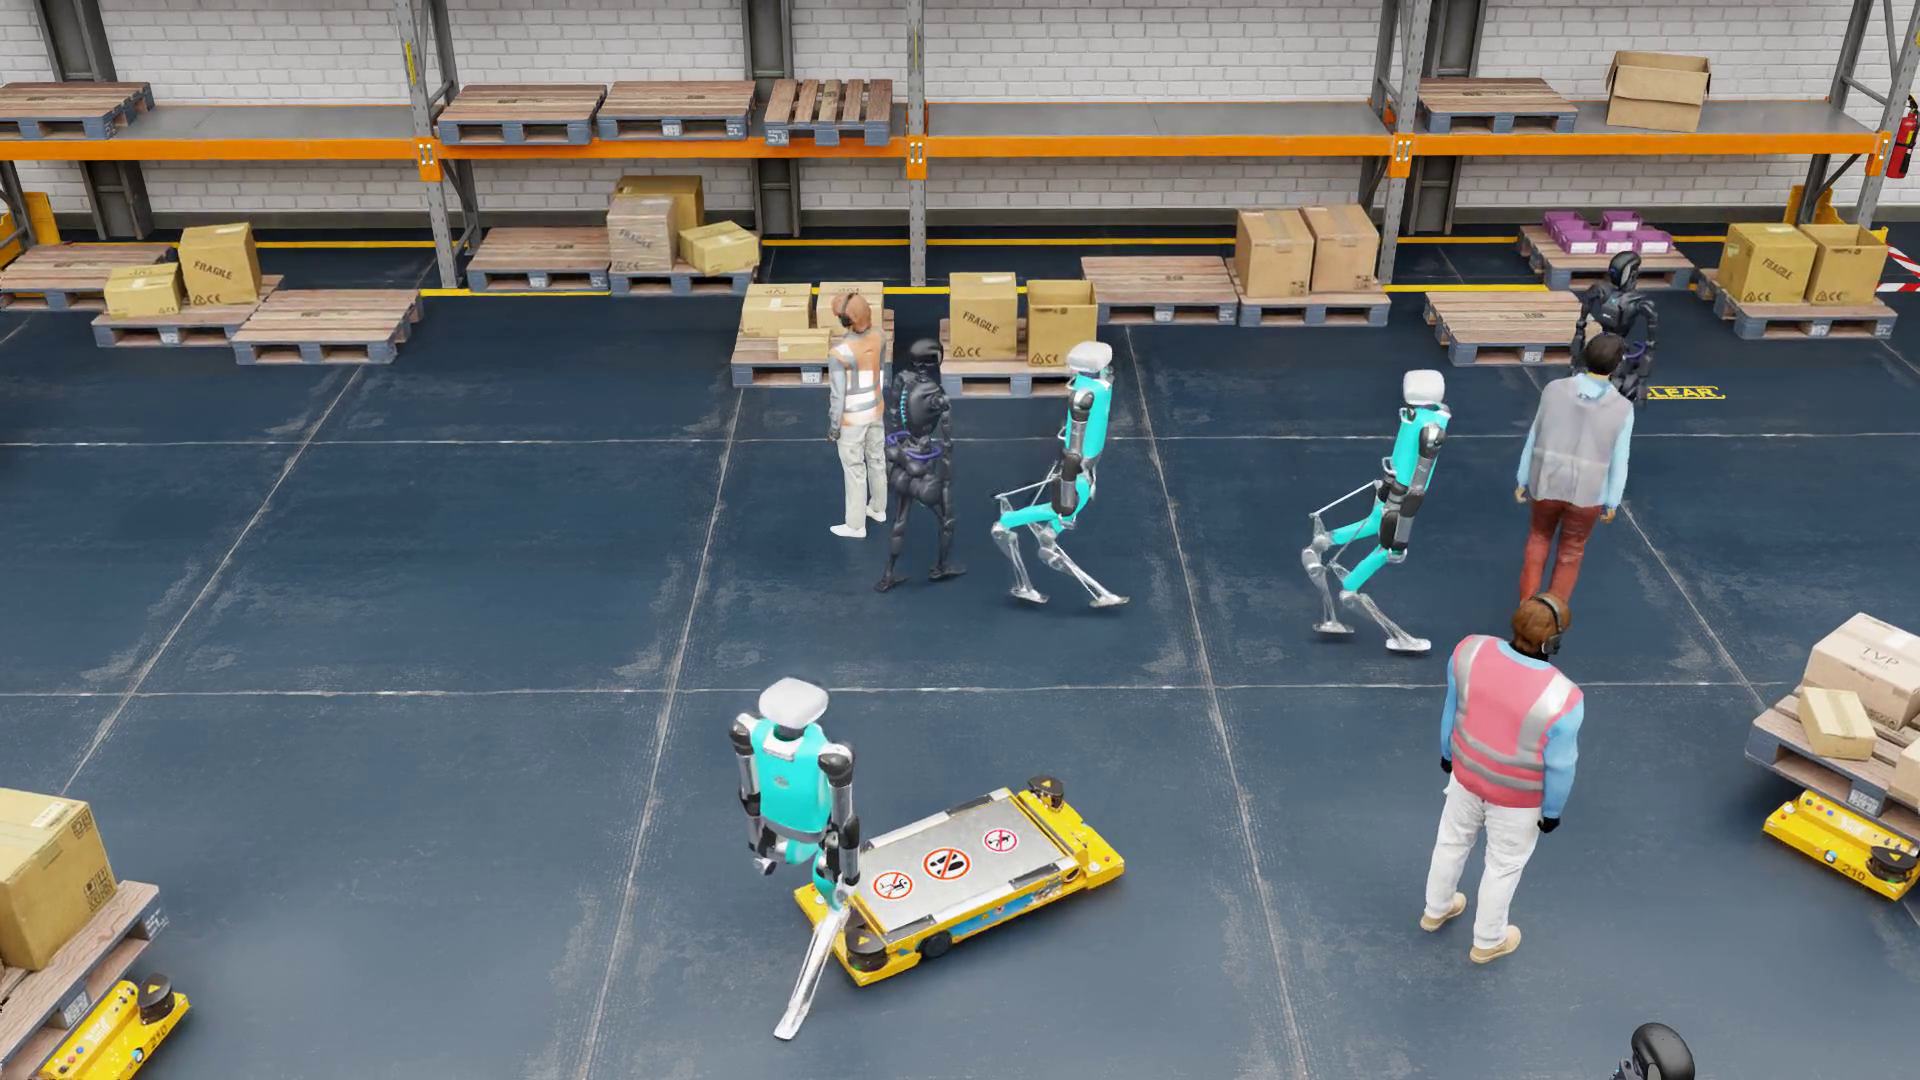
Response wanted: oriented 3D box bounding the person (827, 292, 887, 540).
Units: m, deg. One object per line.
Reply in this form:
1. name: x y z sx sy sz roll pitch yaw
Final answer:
1. person: -0.634 -0.774 10.369 0.306 1.638 0.512 19 36 29

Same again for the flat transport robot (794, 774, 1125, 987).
1. flat transport robot: 0.004 1.568 7.801 1.431 0.231 0.659 -17 35 -26

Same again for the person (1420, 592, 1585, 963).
1. person: 2.351 1.024 7.194 0.432 1.835 0.629 -23 38 -34

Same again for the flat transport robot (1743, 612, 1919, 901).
1. flat transport robot: 4.702 1.258 8.316 1.431 0.231 0.659 -23 38 -33

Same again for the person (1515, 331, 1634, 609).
1. person: 3.419 -0.284 9.339 0.574 1.859 0.478 18 35 27

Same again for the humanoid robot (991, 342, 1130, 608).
1. humanoid robot: 0.545 -0.333 9.532 0.998 1.723 0.552 11 33 17

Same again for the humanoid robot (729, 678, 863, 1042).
1. humanoid robot: -0.517 1.179 7.067 0.531 1.774 1.003 14 34 23

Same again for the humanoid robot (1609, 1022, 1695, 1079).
1. humanoid robot: 2.110 2.182 5.397 0.599 1.657 0.315 -10 33 -17

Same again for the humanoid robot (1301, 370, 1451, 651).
1. humanoid robot: 2.249 -0.123 9.180 0.896 1.759 0.557 2 31 4

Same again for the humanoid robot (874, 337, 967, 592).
1. humanoid robot: -0.248 -0.446 9.807 0.573 1.637 0.601 -22 37 -32

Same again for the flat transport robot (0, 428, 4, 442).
1. flat transport robot: -7.234 -0.440 11.143 1.431 0.231 0.659 15 34 23

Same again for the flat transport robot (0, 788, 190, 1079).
1. flat transport robot: -4.099 2.036 7.022 1.431 0.231 0.659 7 32 11

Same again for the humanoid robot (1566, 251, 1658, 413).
1. humanoid robot: 4.241 -1.100 10.887 0.554 1.640 0.609 -23 38 -33
